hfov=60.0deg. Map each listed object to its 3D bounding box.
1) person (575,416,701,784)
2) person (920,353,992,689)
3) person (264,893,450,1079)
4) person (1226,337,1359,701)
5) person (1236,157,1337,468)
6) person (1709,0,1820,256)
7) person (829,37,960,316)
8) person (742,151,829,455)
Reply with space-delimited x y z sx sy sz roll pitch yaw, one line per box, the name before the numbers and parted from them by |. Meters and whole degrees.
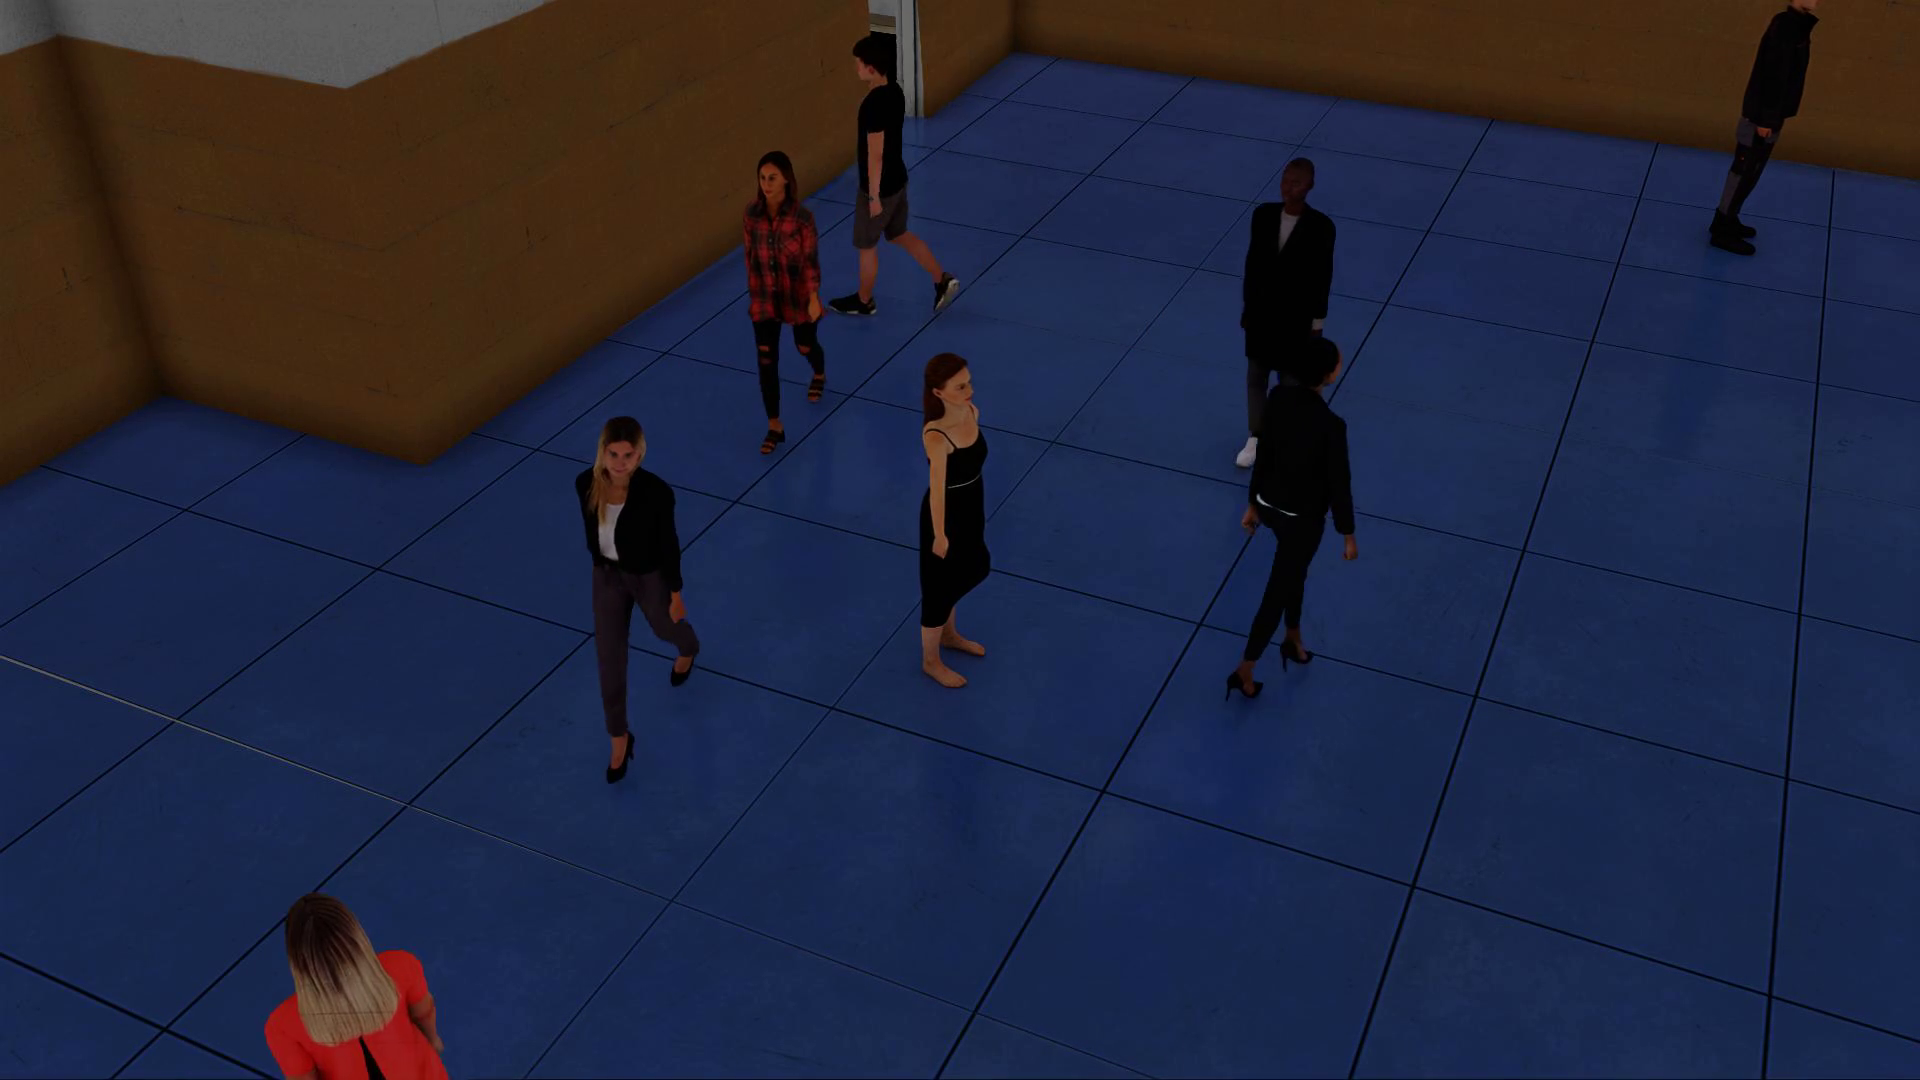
person | -1.326 0.167 7.077 1.053 1.623 0.808 9 35 13
person | -0.044 -0.108 7.489 0.553 1.624 0.555 16 37 22
person | -1.599 1.714 4.736 1.021 1.641 1.220 -19 38 -26
person | 1.360 -0.022 7.190 0.894 1.812 0.862 -18 38 -25
person | 1.800 -1.261 9.113 0.936 1.746 0.817 22 40 29
person | 5.583 -2.985 11.525 0.572 1.945 0.689 16 37 22
person | -0.413 -2.249 10.512 1.139 1.843 0.784 9 35 13
person | -0.945 -1.373 9.351 1.041 1.670 0.786 9 35 13
